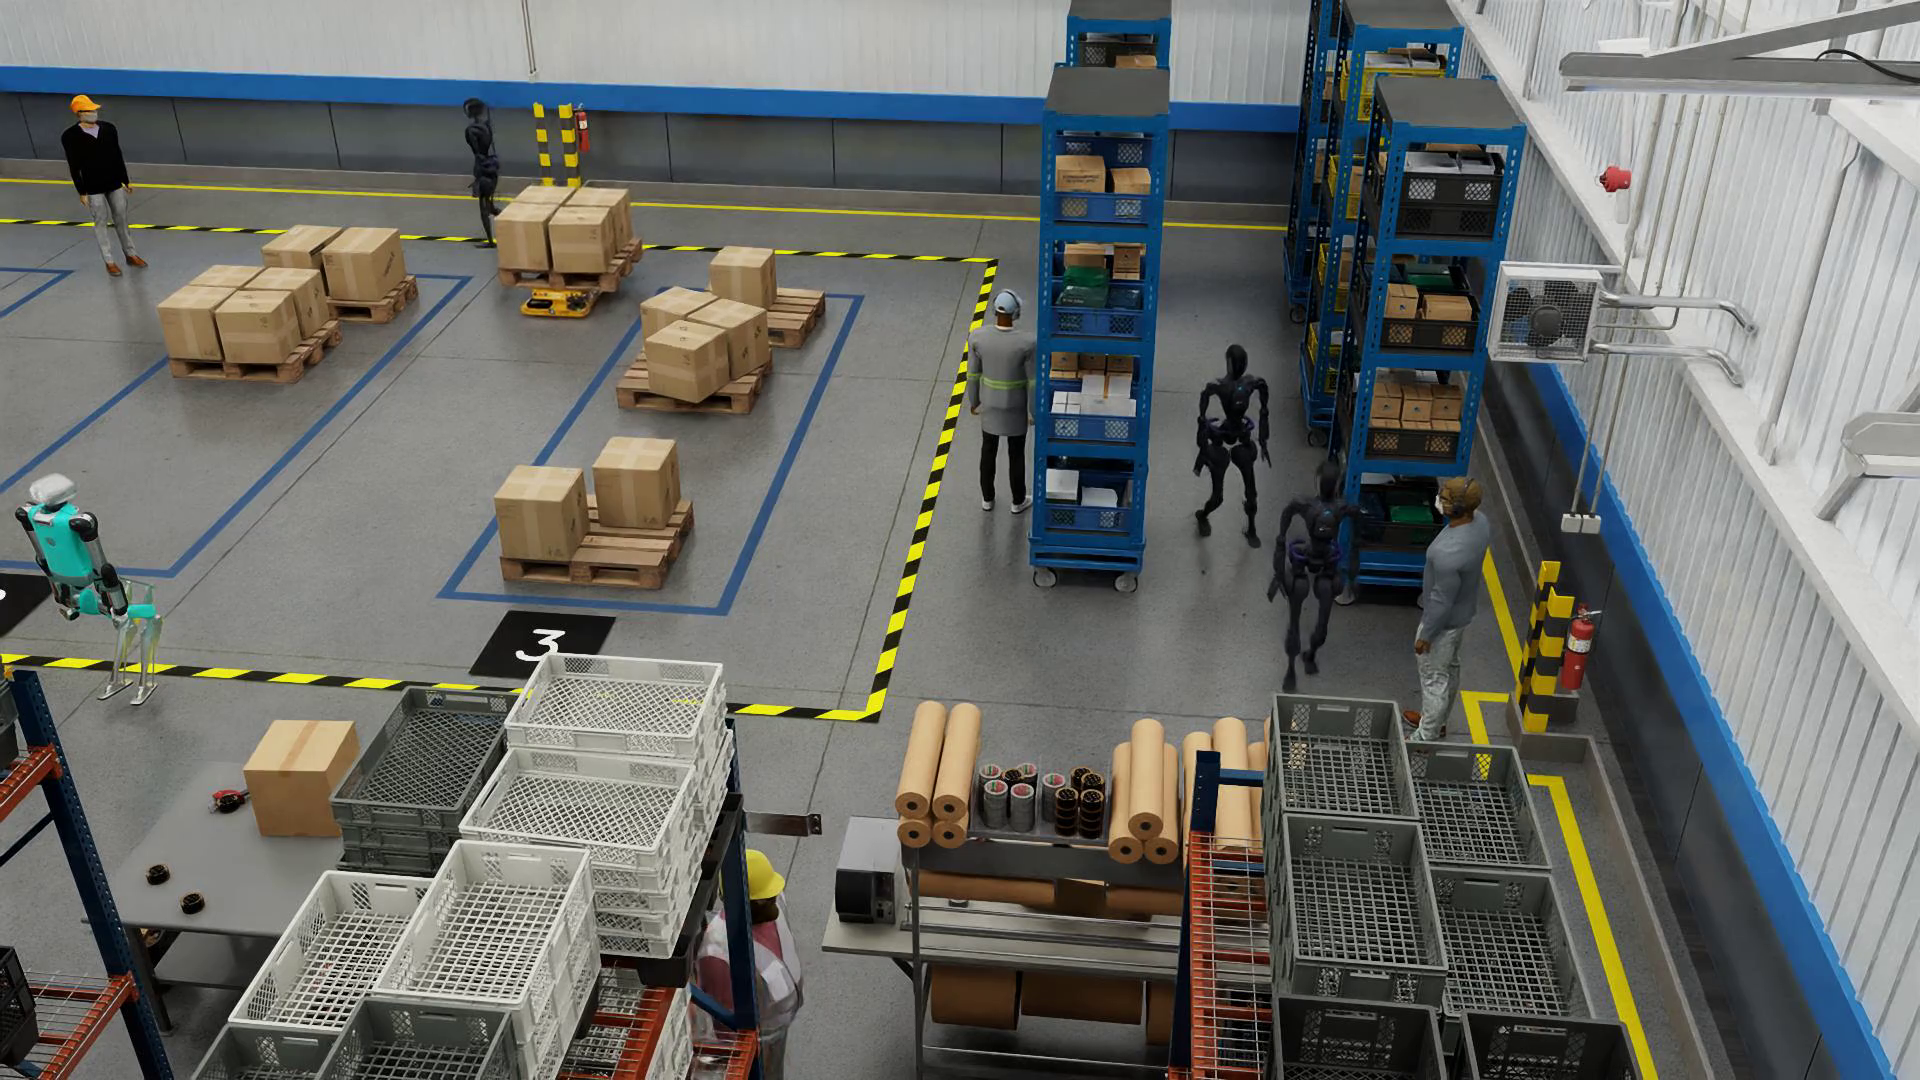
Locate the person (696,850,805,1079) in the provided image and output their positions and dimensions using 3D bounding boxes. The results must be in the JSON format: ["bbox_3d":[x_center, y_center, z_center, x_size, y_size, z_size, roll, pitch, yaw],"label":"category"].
[{"bbox_3d":[-0.897,2.125,7.464,0.404,1.837,0.589,11,32,18],"label":"person"}]

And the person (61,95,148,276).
[{"bbox_3d":[-9.003,-3.730,17.475,0.355,1.884,0.590,20,35,30],"label":"person"}]

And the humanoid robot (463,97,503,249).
[{"bbox_3d":[-5.114,-3.994,18.146,0.531,1.643,0.604,-2,30,-4],"label":"humanoid robot"}]

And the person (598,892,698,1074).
[{"bbox_3d":[-1.267,2.240,7.159,0.669,1.943,0.628,9,31,16],"label":"person"}]

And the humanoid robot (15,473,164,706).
[{"bbox_3d":[-5.441,0.261,10.636,0.533,1.673,0.735,8,31,14],"label":"humanoid robot"}]

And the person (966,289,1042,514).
[{"bbox_3d":[0.350,-1.080,12.955,0.590,1.851,0.401,9,31,15],"label":"person"}]

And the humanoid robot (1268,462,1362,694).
[{"bbox_3d":[2.340,0.232,10.889,0.601,1.661,0.484,1,30,2],"label":"humanoid robot"}]

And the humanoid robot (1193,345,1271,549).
[{"bbox_3d":[2.056,-0.737,12.559,0.599,1.627,0.486,-6,31,-10],"label":"humanoid robot"}]

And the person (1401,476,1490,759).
[{"bbox_3d":[2.960,0.469,10.209,0.372,1.940,0.629,17,34,27],"label":"person"}]

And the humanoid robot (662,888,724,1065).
[{"bbox_3d":[-1.135,1.885,7.908,0.736,1.722,0.531,-17,34,-27],"label":"humanoid robot"}]

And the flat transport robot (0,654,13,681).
[{"bbox_3d":[-7.142,0.969,11.010,1.431,0.231,0.659,3,30,6],"label":"flat transport robot"}]

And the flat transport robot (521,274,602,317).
[{"bbox_3d":[-4.006,-2.680,17.248,0.652,0.197,1.431,3,30,6],"label":"flat transport robot"}]
